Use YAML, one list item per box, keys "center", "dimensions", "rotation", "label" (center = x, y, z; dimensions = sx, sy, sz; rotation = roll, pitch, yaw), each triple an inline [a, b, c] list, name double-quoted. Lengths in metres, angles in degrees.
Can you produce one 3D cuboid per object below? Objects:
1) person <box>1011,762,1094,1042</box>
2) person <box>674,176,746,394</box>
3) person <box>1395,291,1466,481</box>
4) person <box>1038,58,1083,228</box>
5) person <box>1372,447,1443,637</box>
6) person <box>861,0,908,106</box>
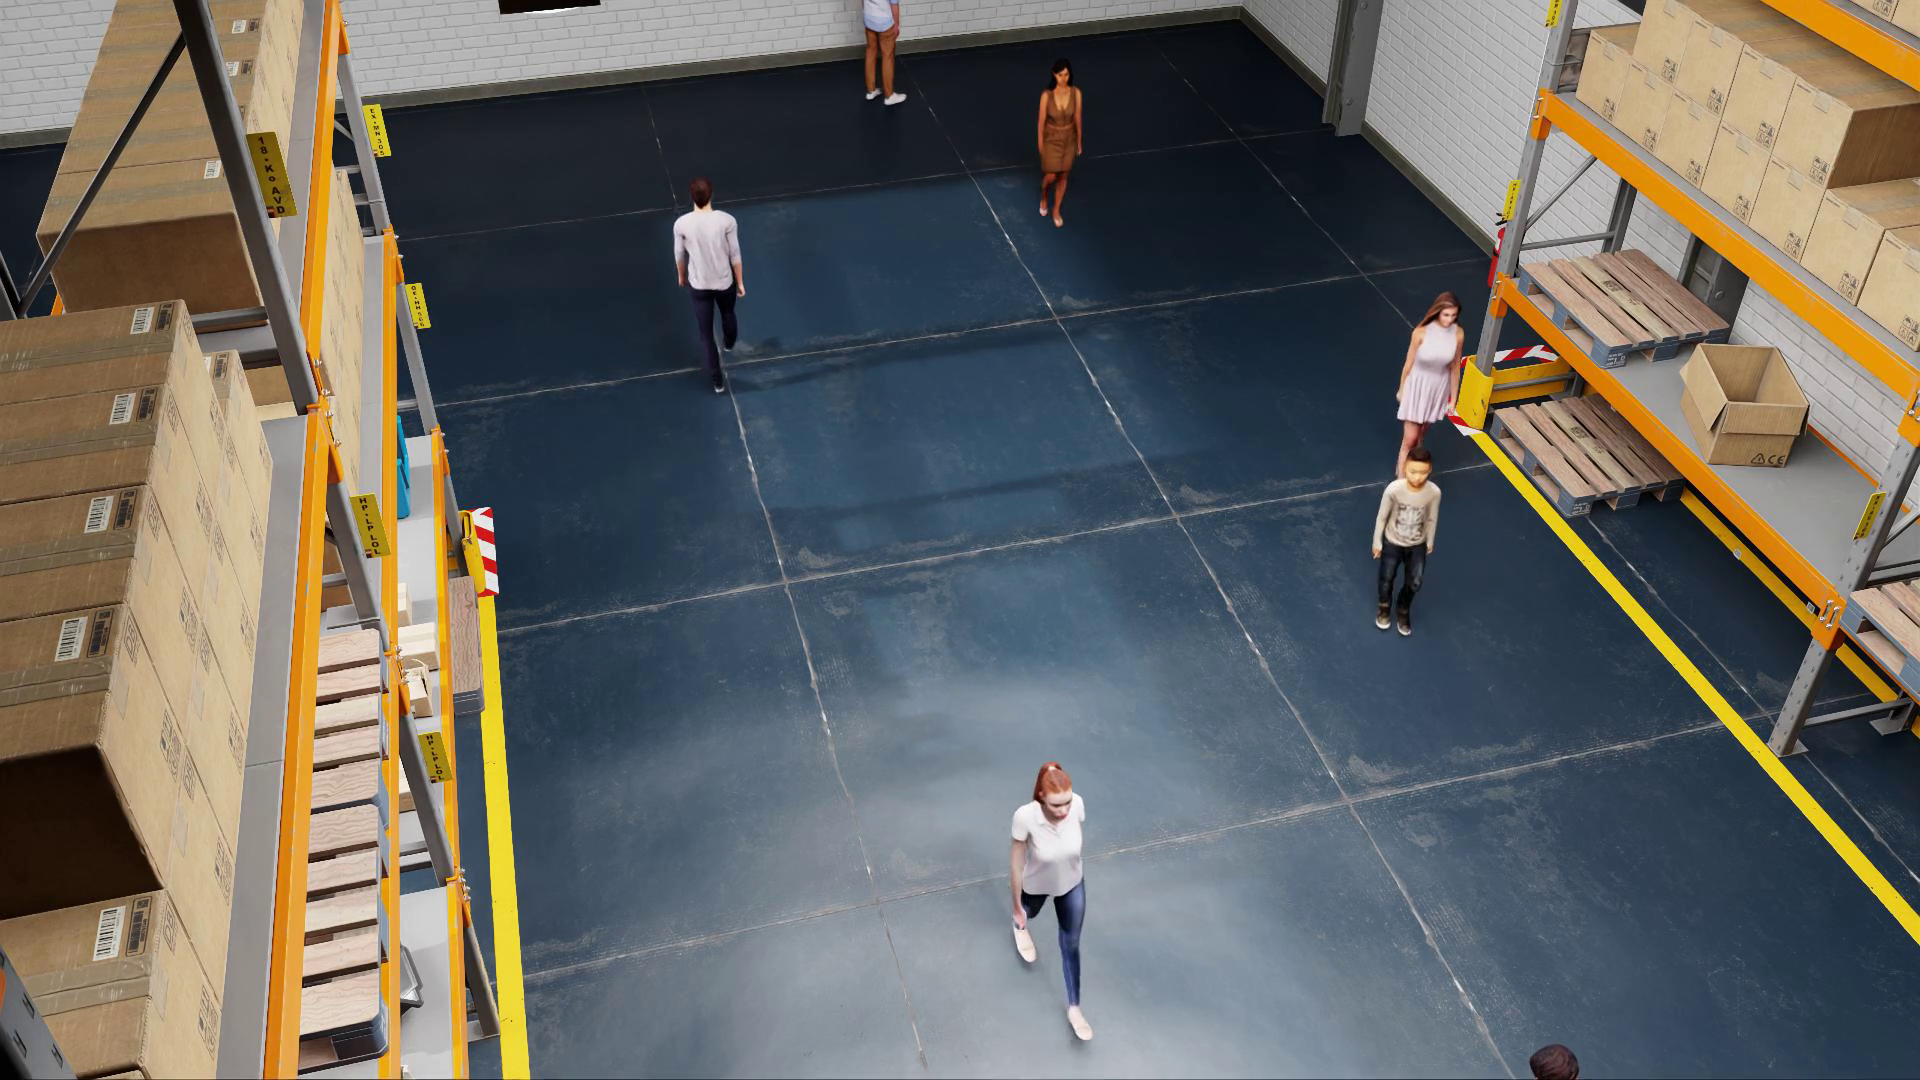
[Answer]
- center: [0.424, 1.765, 8.820]
  dimensions: [0.647, 1.687, 1.136]
  rotation: [-12, 40, -15]
  label: "person"
- center: [-2.017, -2.030, 13.477]
  dimensions: [0.767, 1.807, 1.106]
  rotation: [-5, 39, -6]
  label: "person"
- center: [3.446, -1.122, 12.383]
  dimensions: [0.717, 1.753, 0.874]
  rotation: [2, 39, 2]
  label: "person"
- center: [0.925, -3.790, 15.781]
  dimensions: [0.551, 1.680, 0.615]
  rotation: [-10, 40, -12]
  label: "person"
- center: [3.005, -0.045, 11.274]
  dimensions: [0.647, 1.454, 0.646]
  rotation: [4, 39, 5]
  label: "person"
- center: [-0.863, -5.641, 17.984]
  dimensions: [0.712, 1.825, 0.827]
  rotation: [29, 47, 31]
  label: "person"
